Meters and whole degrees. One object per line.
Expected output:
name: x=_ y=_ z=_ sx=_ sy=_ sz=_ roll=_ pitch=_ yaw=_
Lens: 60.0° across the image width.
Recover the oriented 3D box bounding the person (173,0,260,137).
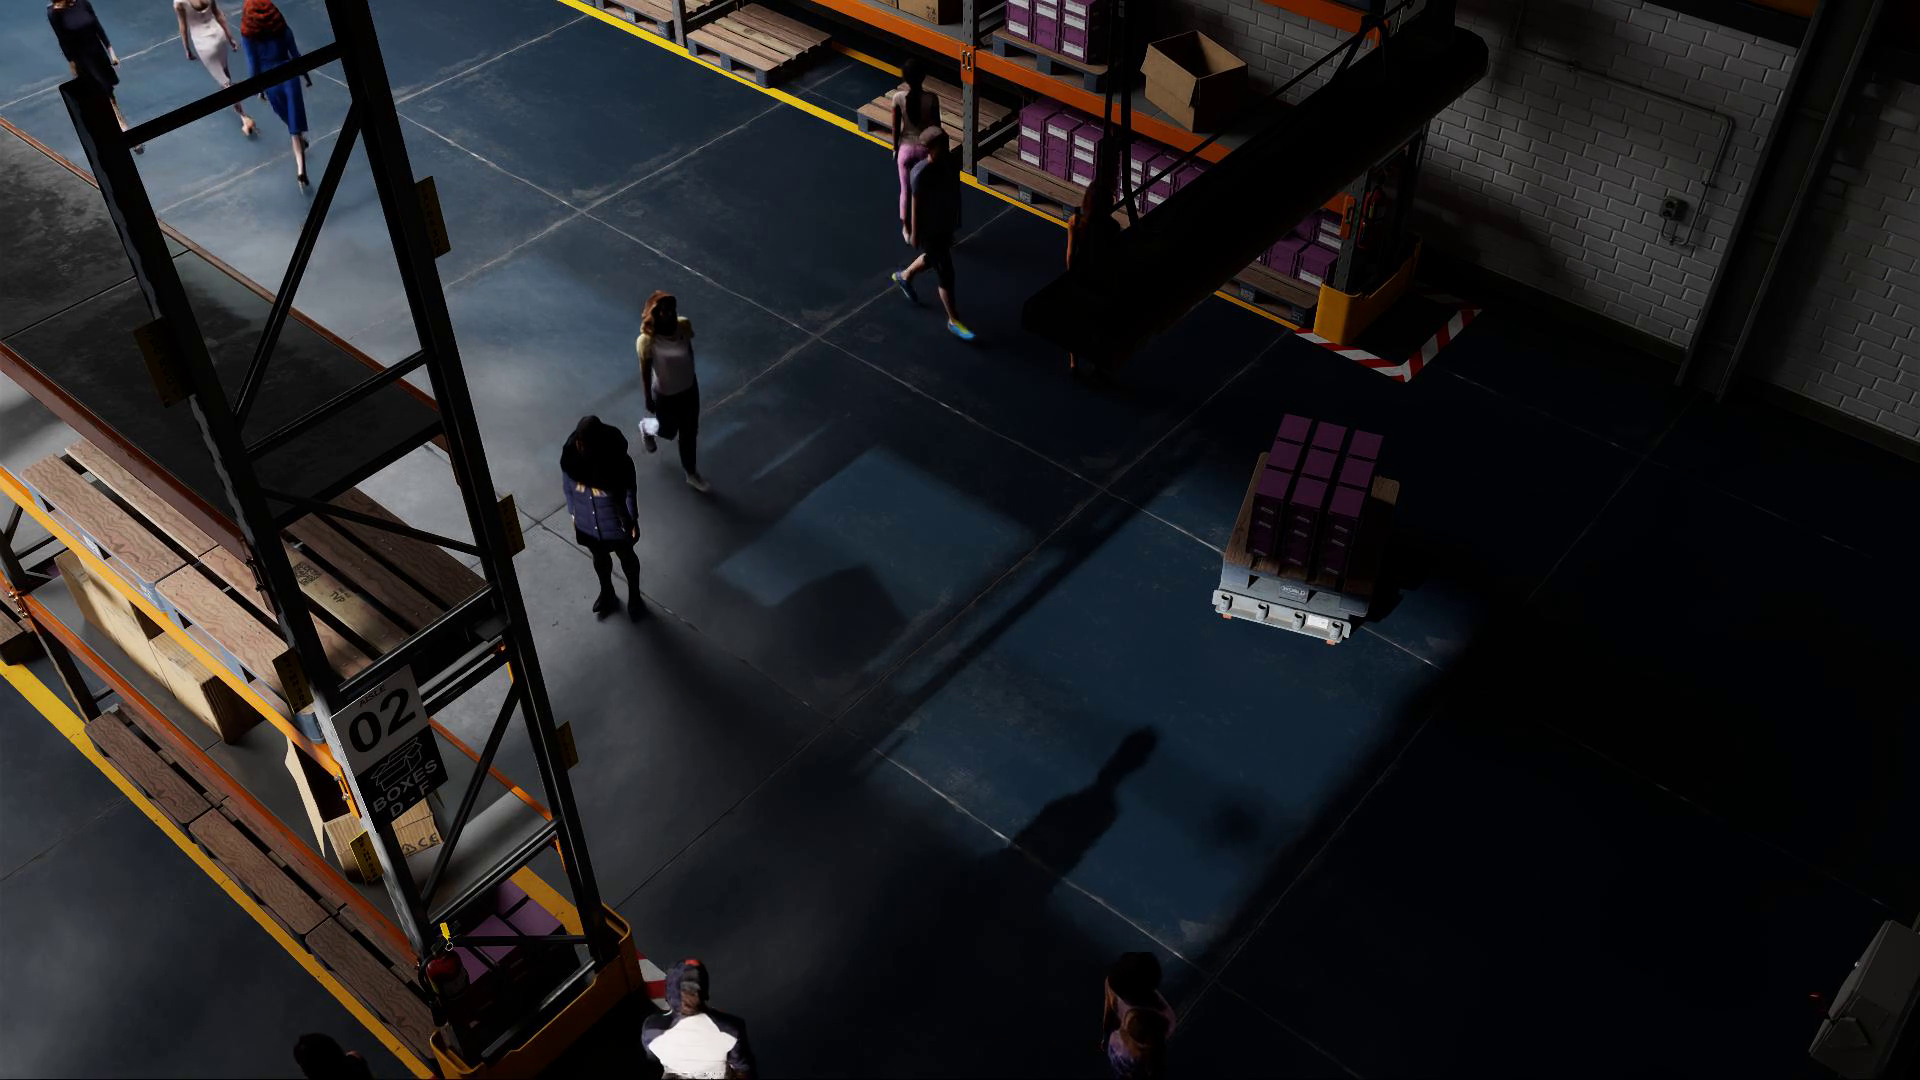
person: x=-7.064 y=-4.641 z=15.828 sx=0.987 sy=1.761 sz=0.584 roll=31 pitch=52 yaw=29

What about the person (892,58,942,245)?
person: x=-0.376 y=-3.392 z=14.531 sx=0.631 sy=1.743 sz=0.716 roll=1 pitch=44 yaw=1

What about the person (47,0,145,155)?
person: x=-8.280 y=-4.543 z=15.766 sx=1.147 sy=1.706 sz=0.648 roll=24 pitch=49 yaw=23

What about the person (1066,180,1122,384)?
person: x=1.023 y=-2.002 z=13.006 sx=0.598 sy=1.833 sz=0.713 roll=10 pitch=45 yaw=10

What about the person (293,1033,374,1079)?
person: x=-2.772 y=2.926 z=7.962 sx=1.180 sy=1.654 sz=0.996 roll=6 pitch=44 yaw=6

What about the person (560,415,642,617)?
person: x=-2.387 y=-0.174 z=11.202 sx=0.766 sy=1.674 sz=0.853 roll=5 pitch=44 yaw=5

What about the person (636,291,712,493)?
person: x=-2.160 y=-1.136 z=12.186 sx=1.004 sy=1.710 sz=0.685 roll=34 pitch=53 yaw=31

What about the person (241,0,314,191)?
person: x=-6.185 y=-4.055 z=15.214 sx=1.057 sy=1.760 sz=1.223 roll=-11 pitch=45 yaw=-11

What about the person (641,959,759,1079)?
person: x=-1.241 y=2.717 z=8.018 sx=0.847 sy=1.881 sz=0.908 roll=-2 pitch=44 yaw=-2

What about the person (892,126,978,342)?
person: x=-0.261 y=-2.561 z=13.578 sx=1.197 sy=1.853 sz=0.647 roll=28 pitch=50 yaw=27

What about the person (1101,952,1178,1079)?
person: x=0.807 y=2.620 z=8.214 sx=0.891 sy=1.750 sz=1.023 roll=-21 pitch=48 yaw=-21
